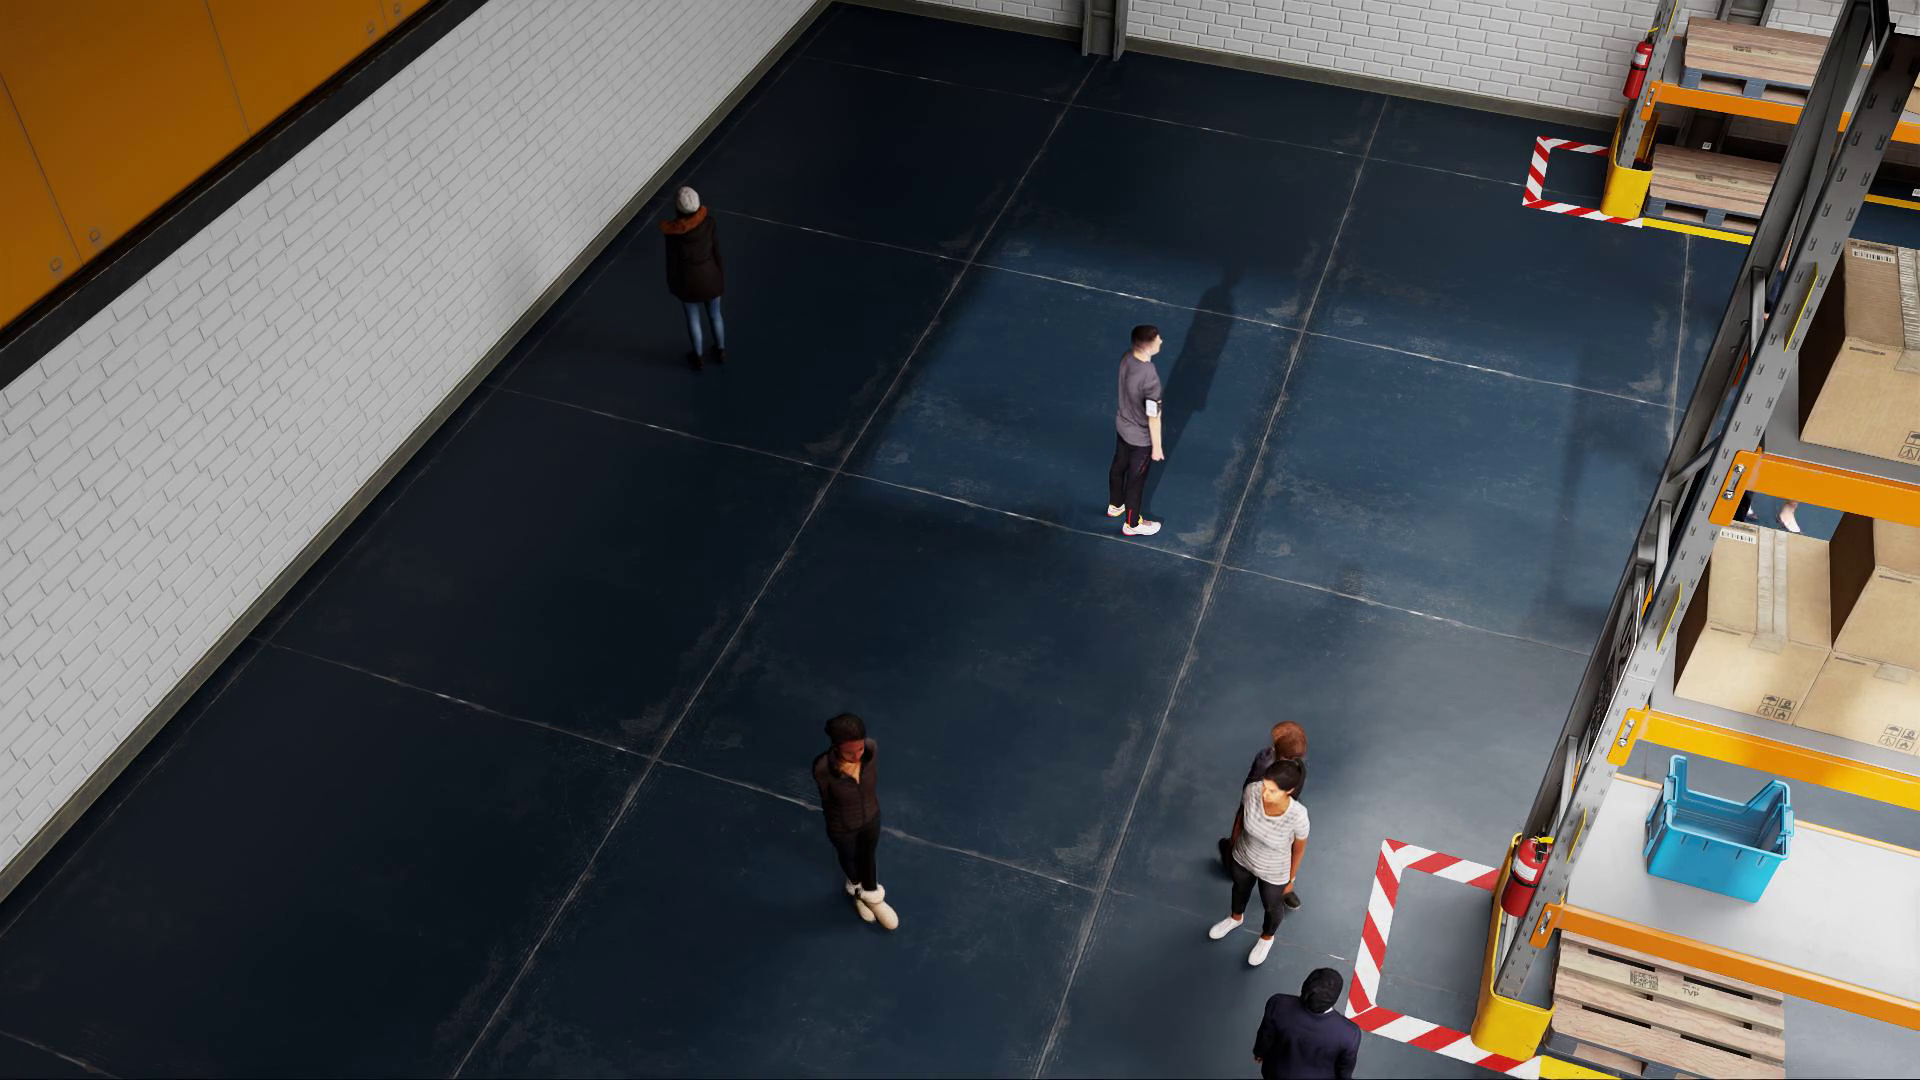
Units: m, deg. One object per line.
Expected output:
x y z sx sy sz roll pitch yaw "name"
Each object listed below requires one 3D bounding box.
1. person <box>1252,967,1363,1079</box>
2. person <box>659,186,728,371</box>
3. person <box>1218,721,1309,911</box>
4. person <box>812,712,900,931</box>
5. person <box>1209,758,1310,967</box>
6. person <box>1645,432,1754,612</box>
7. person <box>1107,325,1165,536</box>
1.672 2.627 8.204 0.470 1.726 0.704 17 46 17 "person"
-2.085 -2.076 13.208 0.725 1.632 0.791 -16 46 -16 "person"
1.741 1.525 9.572 0.830 1.434 0.895 -18 46 -18 "person"
-0.589 1.537 9.395 0.813 1.661 0.736 33 53 30 "person"
1.682 1.756 9.176 0.575 1.645 0.700 32 52 29 "person"
4.866 -0.072 10.938 0.852 1.861 0.860 -3 44 -3 "person"
1.248 -0.789 11.761 0.761 1.764 0.713 -16 46 -16 "person"
